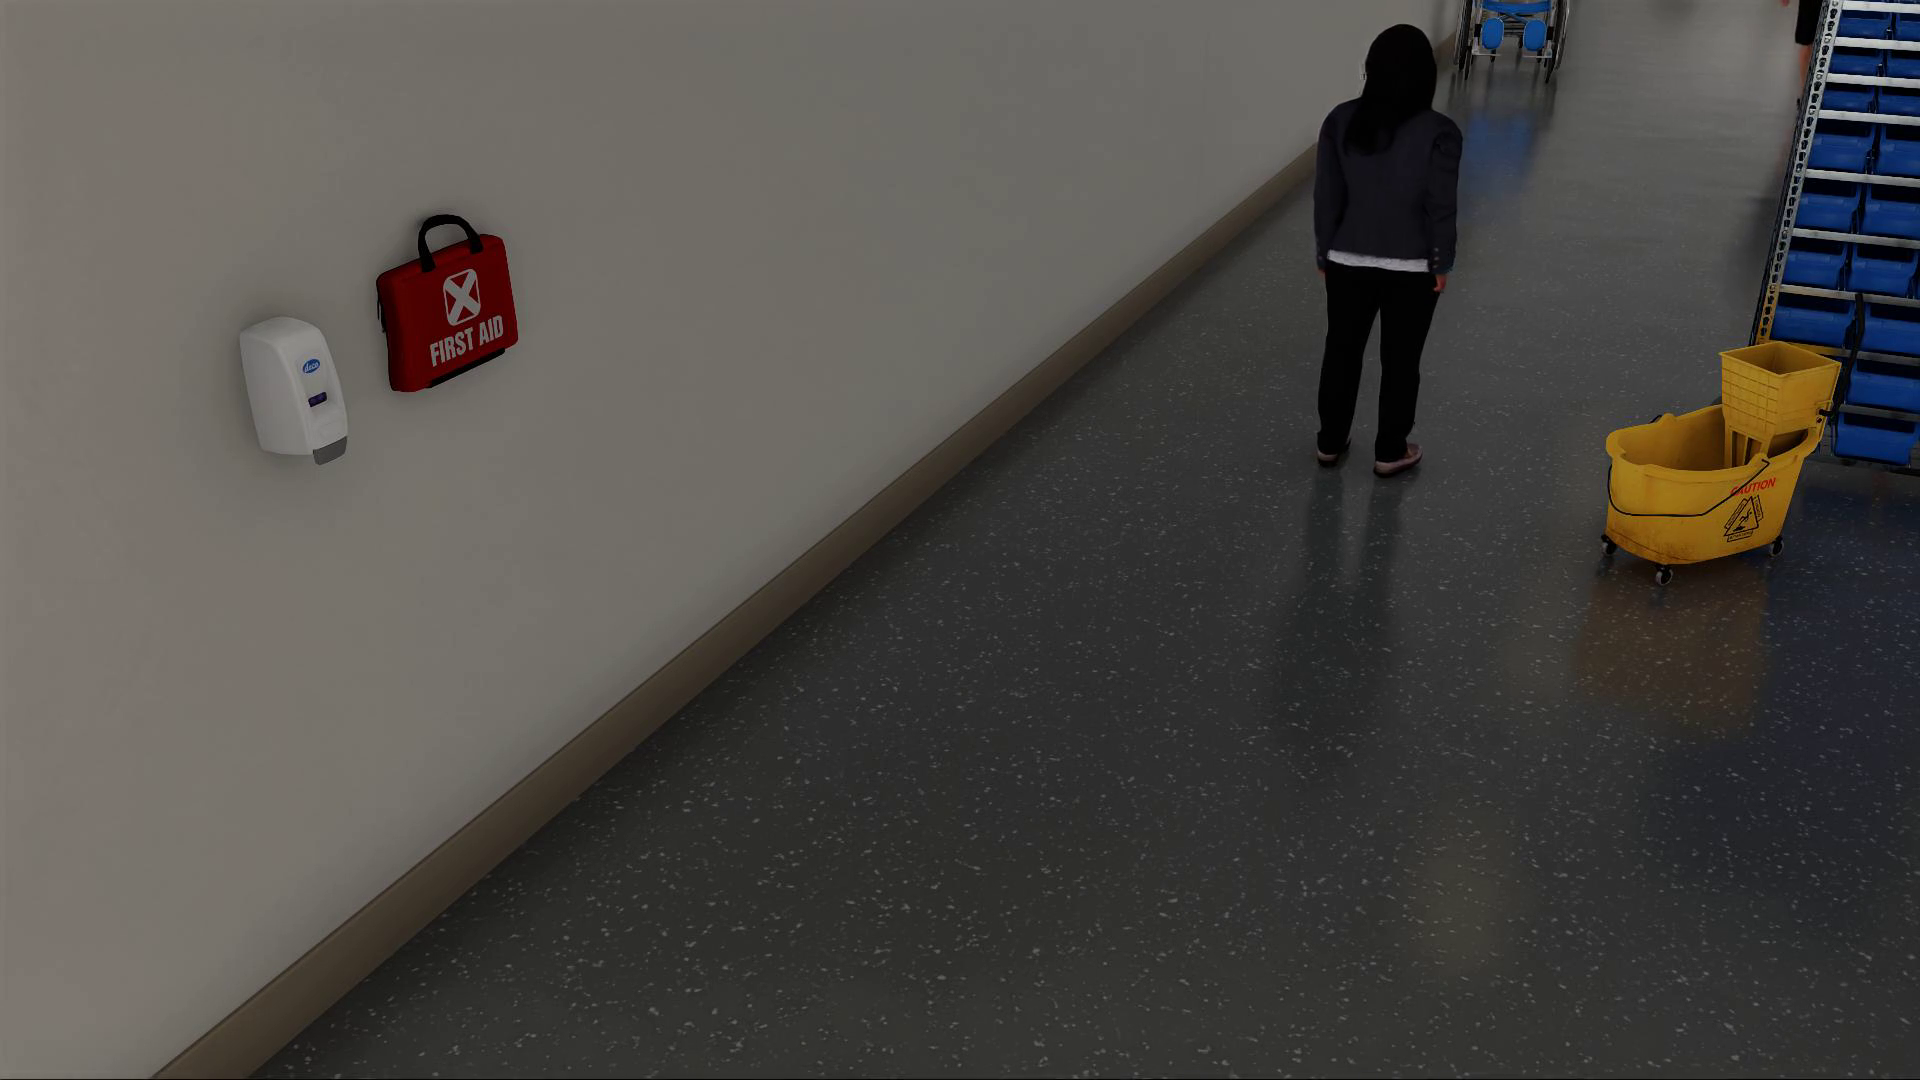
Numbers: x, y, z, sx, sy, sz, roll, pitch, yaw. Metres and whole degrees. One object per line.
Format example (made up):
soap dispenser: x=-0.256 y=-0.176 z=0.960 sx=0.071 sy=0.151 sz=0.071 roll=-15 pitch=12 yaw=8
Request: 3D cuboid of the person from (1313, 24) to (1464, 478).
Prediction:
person: x=1.504 y=-1.005 z=5.905 sx=0.635 sy=1.598 sz=0.766 roll=17 pitch=31 yaw=31
